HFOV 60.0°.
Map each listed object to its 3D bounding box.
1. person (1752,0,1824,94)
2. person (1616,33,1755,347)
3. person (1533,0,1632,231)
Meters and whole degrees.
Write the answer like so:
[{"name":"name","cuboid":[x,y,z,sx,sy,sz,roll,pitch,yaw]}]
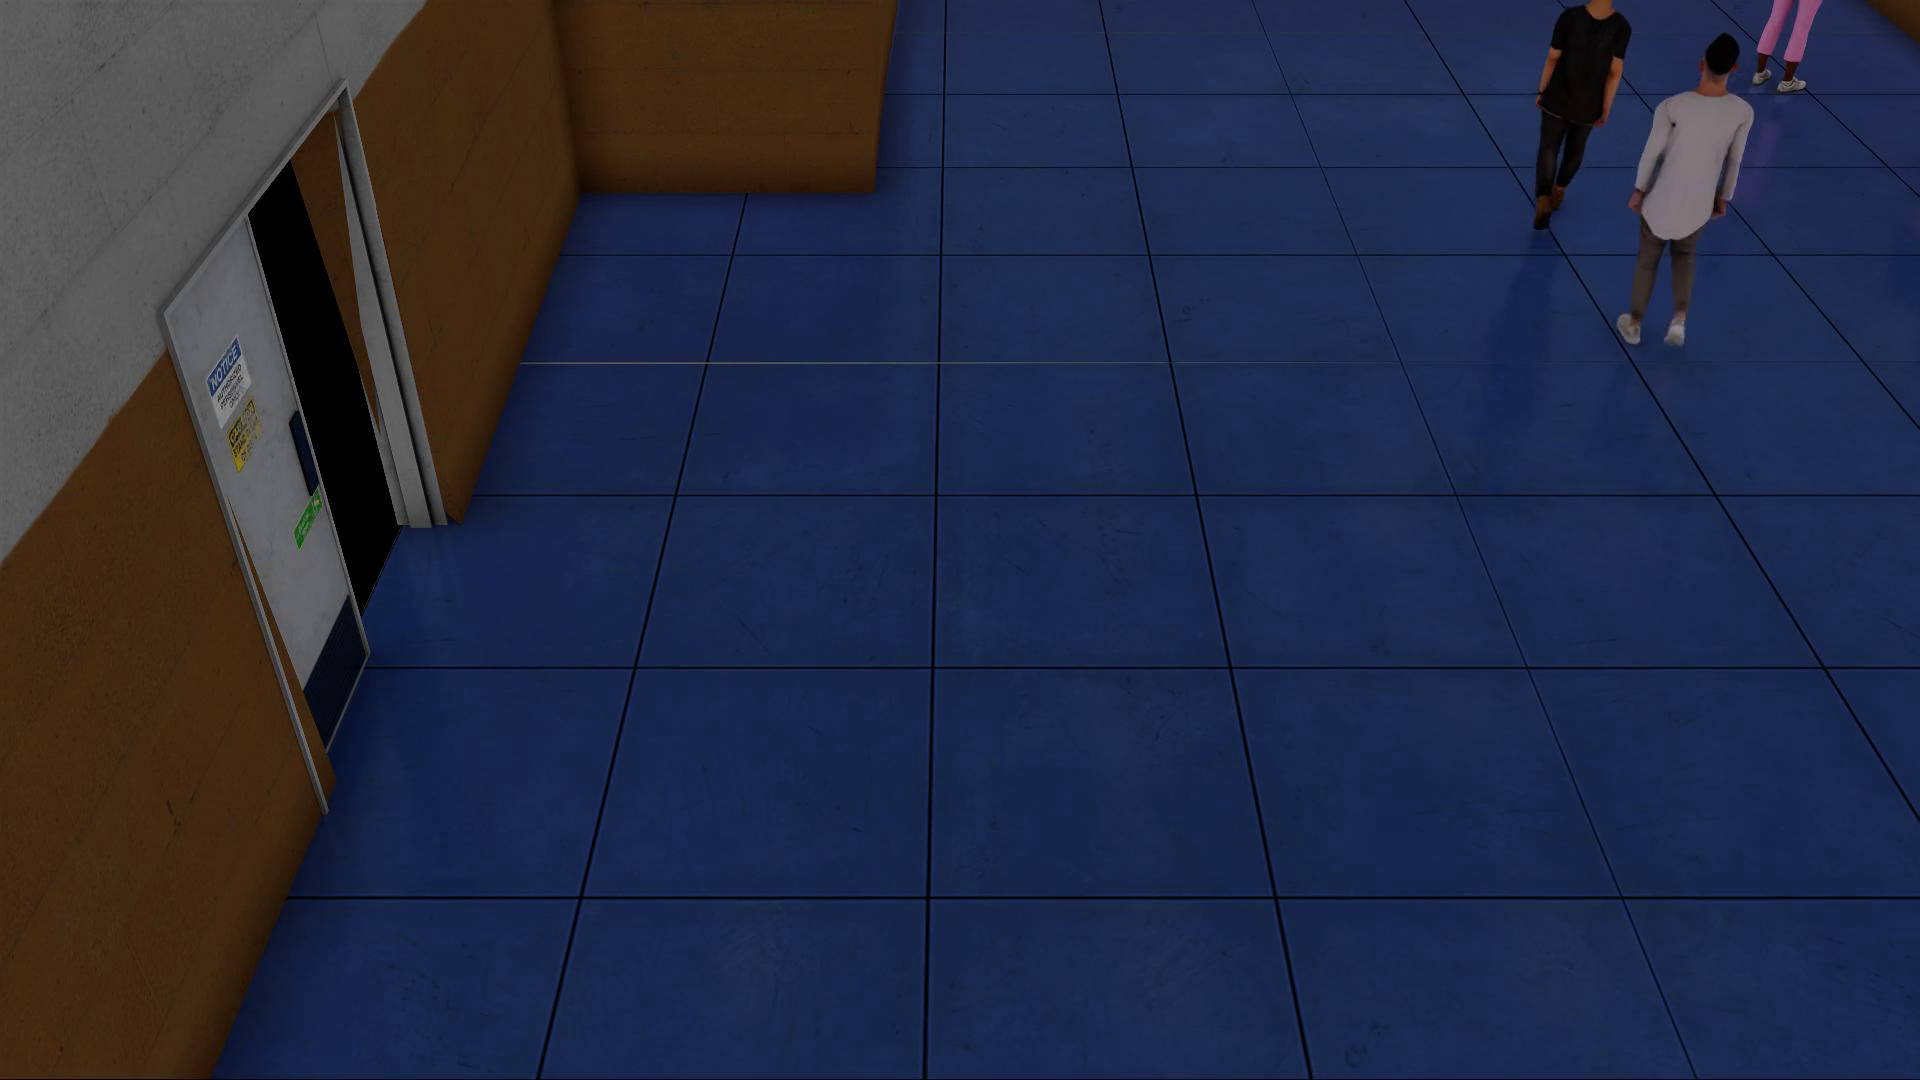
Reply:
[{"name":"person","cuboid":[6.307,-4.231,12.399,0.695,1.740,0.658,-25,44,-30]},{"name":"person","cuboid":[3.983,-1.853,9.157,0.761,1.829,0.765,3,37,4]},{"name":"person","cuboid":[3.884,-2.786,10.513,1.055,1.692,0.906,12,38,15]}]
